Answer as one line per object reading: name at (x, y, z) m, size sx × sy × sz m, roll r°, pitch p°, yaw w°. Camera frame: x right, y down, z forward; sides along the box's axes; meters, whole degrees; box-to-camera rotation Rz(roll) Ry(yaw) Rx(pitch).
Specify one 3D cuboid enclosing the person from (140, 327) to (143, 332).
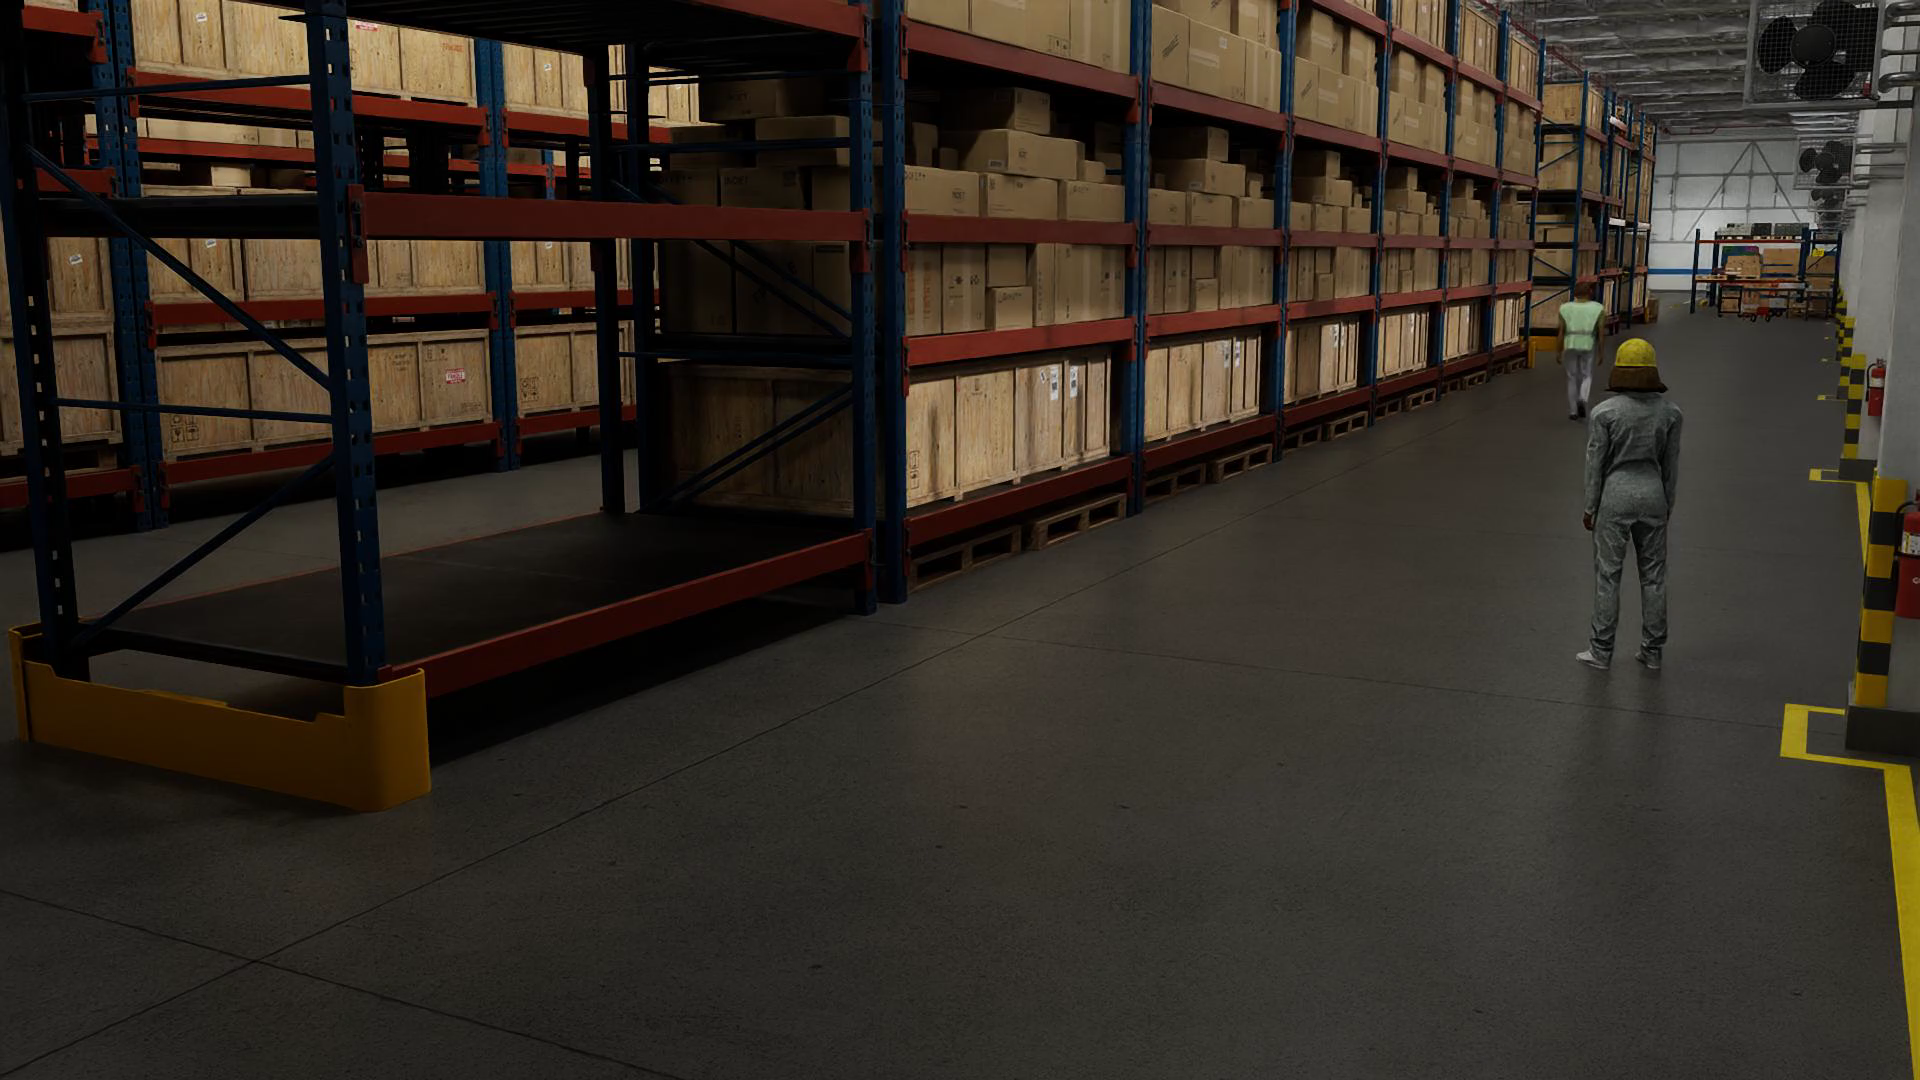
person at (-8.165, -1.490, 16.562) m, size 0.514 × 1.640 × 0.310 m, roll 5°, pitch 11°, yaw 28°

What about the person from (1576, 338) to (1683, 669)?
person at (3.515, -0.187, 8.751) m, size 0.483 × 1.735 × 0.341 m, roll 0°, pitch 10°, yaw -1°

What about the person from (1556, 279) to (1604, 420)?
person at (8.080, -2.475, 21.700) m, size 0.599 × 1.829 × 0.456 m, roll 4°, pitch 10°, yaw 21°
